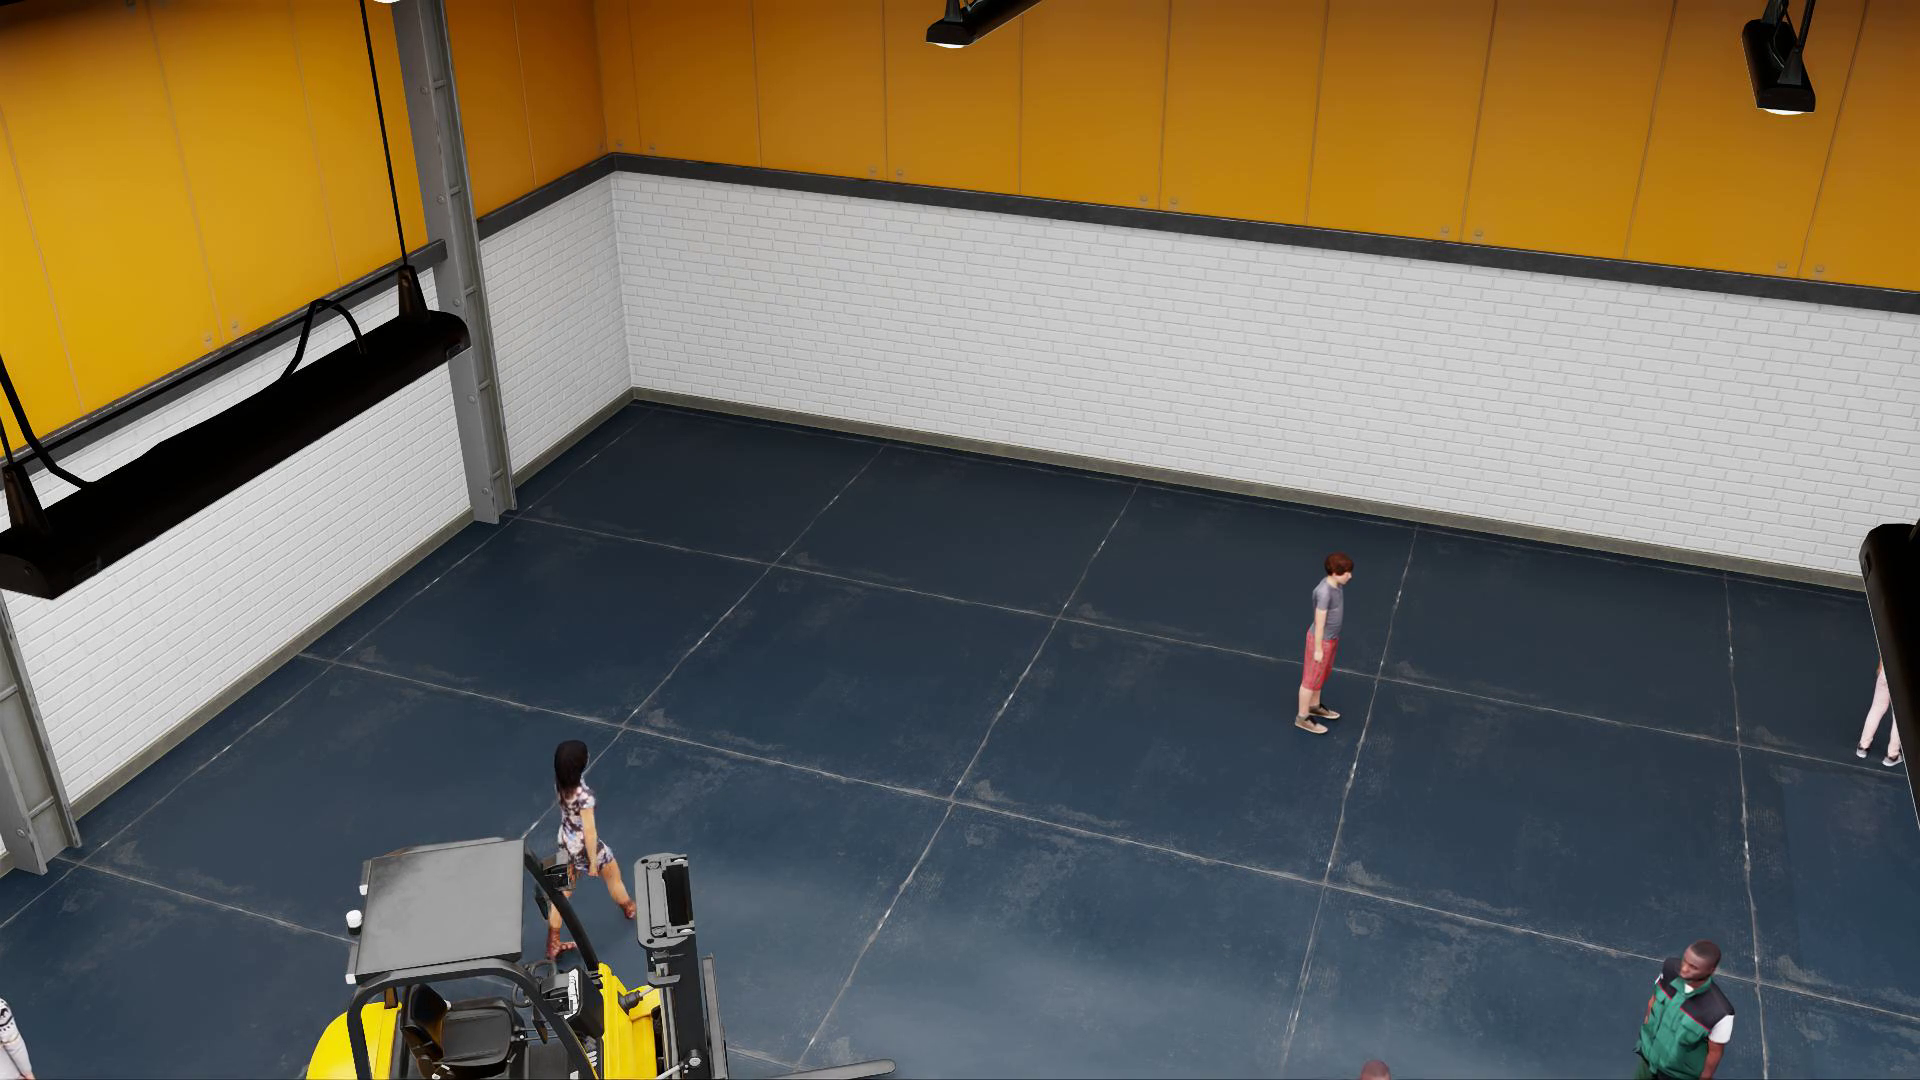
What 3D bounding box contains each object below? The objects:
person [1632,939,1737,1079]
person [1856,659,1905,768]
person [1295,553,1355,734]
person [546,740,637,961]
[{"bbox_3d":[4.163,3.037,9.703,0.841,1.840,0.774,-11,31,-20],"label":"person"},{"bbox_3d":[7.641,1.117,13.511,0.633,1.564,0.616,-25,37,-38],"label":"person"},{"bbox_3d":[3.035,0.831,13.947,0.672,1.649,0.529,16,32,27],"label":"person"},{"bbox_3d":[-2.686,2.155,11.478,1.203,1.689,0.916,-25,38,-38],"label":"person"}]
